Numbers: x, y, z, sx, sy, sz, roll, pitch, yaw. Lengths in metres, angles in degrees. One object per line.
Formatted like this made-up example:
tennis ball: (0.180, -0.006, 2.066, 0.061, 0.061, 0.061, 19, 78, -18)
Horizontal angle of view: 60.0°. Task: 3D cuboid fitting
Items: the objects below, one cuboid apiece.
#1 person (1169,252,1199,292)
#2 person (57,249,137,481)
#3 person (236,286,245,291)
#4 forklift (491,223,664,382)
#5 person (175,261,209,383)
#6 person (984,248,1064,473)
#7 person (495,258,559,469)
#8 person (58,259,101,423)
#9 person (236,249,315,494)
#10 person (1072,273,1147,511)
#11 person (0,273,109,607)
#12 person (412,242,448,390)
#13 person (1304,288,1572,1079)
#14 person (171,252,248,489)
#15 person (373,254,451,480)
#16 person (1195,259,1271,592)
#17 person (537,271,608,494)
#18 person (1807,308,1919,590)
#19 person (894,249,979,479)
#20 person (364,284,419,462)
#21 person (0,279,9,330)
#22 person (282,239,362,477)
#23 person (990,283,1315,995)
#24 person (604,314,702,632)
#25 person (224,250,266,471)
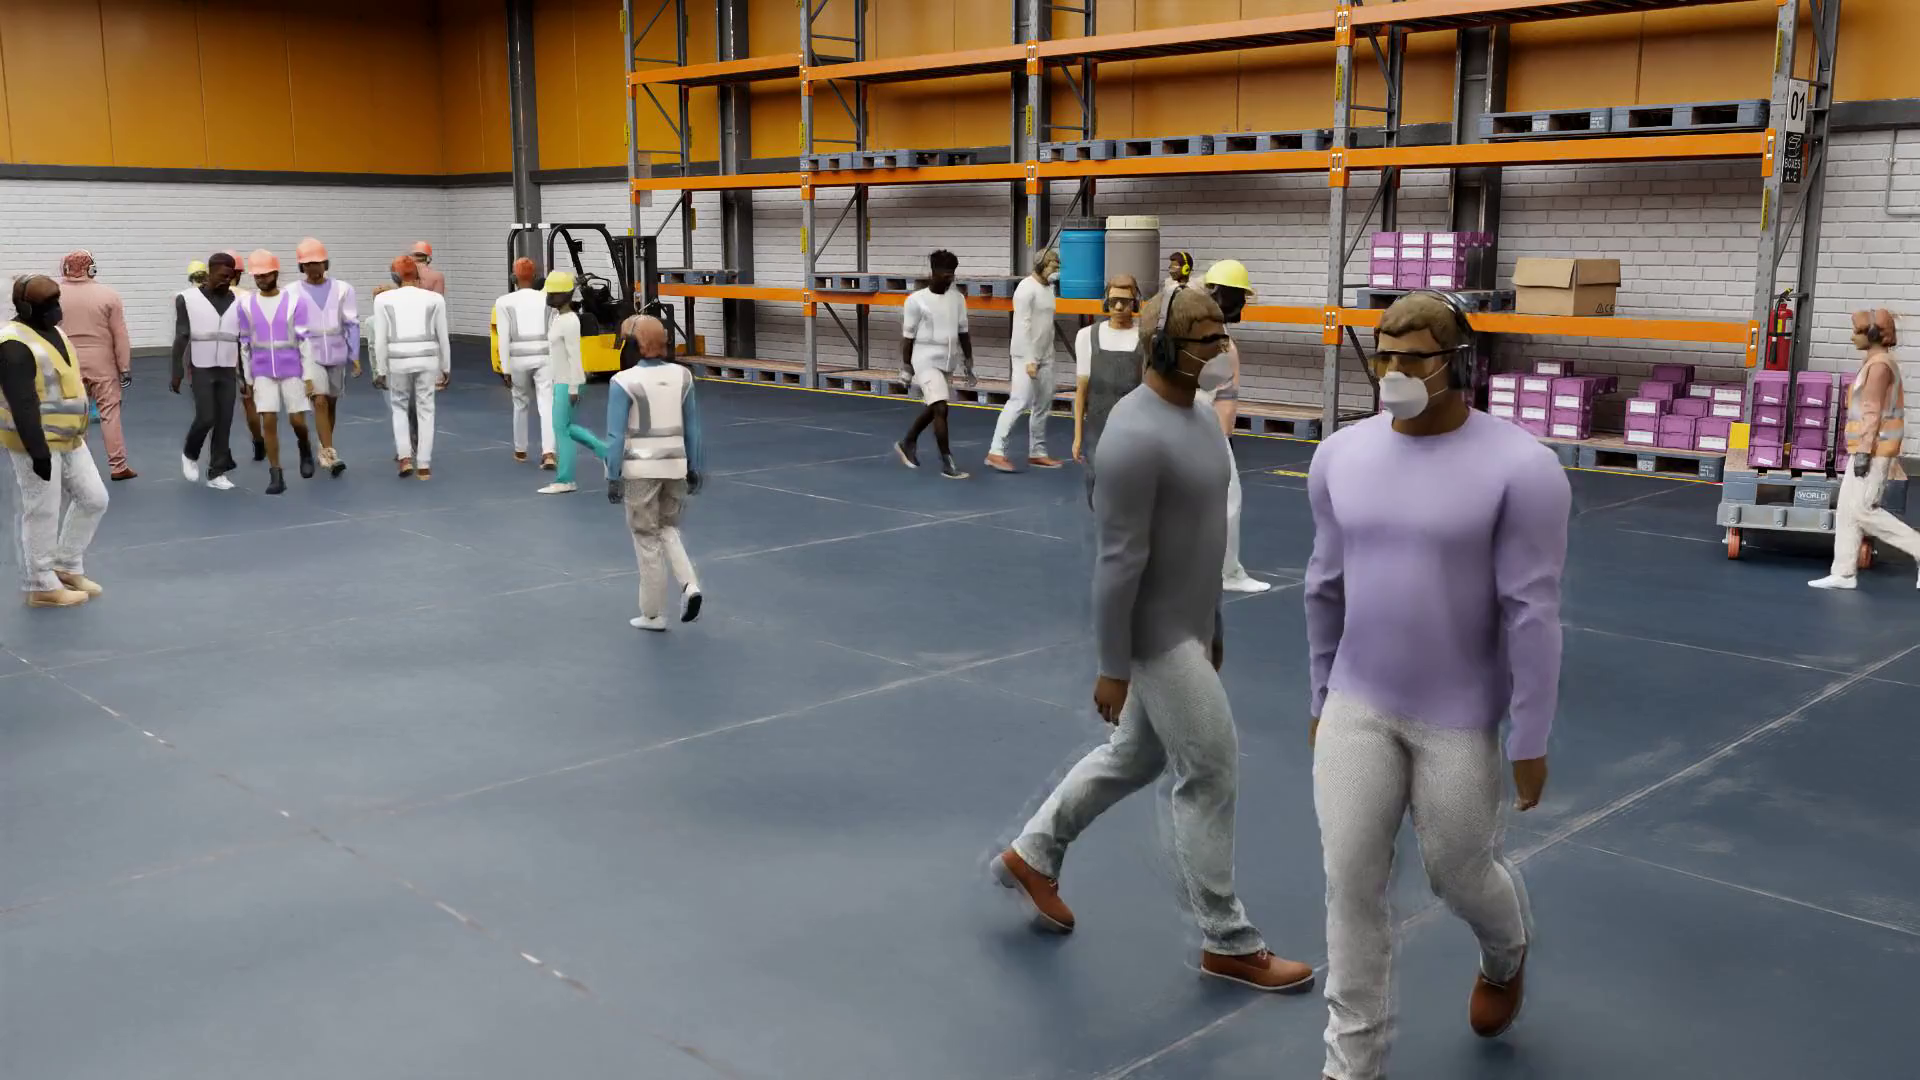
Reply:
person: (2.201, -1.900, 16.416, 0.321, 1.860, 0.512, -2, 11, -9)
person: (-7.170, -1.431, 13.712, 0.648, 1.907, 0.401, -2, 11, -10)
person: (-9.240, -2.674, 21.176, 0.874, 1.649, 0.531, 1, 10, 7)
forklift: (-5.316, -3.263, 22.920, 2.313, 2.155, 1.214, -10, 14, -44)
person: (-8.238, -2.159, 18.124, 0.532, 1.754, 0.579, -7, 12, -33)
person: (0.562, -1.536, 14.272, 0.548, 1.915, 0.810, 5, 12, 27)
person: (-3.752, -1.541, 14.549, 0.568, 1.837, 1.034, -4, 11, -22)
person: (-9.475, -2.132, 17.799, 0.685, 1.816, 0.578, 3, 11, 16)
person: (-5.395, -1.340, 13.187, 0.557, 1.917, 0.608, -2, 11, -10)
person: (0.915, -0.633, 9.604, 0.512, 1.819, 0.734, 2, 11, 13)
person: (-4.902, -0.517, 8.973, 0.477, 1.820, 0.649, -1, 10, -7)
person: (-6.947, -2.869, 21.473, 0.623, 1.945, 1.021, 0, 10, -1)
person: (1.094, 0.376, 3.859, 0.637, 1.913, 0.847, 9, 14, 40)
person: (-5.986, -1.344, 13.295, 0.502, 1.880, 0.675, 8, 13, 38)
person: (-4.543, -1.434, 13.840, 0.595, 1.862, 0.537, -4, 11, -19)
person: (1.349, -0.643, 9.457, 0.810, 1.896, 0.584, 2, 11, 8)
person: (-3.044, -1.244, 13.111, 0.606, 1.748, 0.537, -4, 11, -21)
person: (5.193, -0.488, 9.346, 0.581, 1.617, 0.524, 5, 11, 24)
person: (-0.254, -1.503, 14.103, 0.618, 1.919, 0.968, -9, 14, -41)
person: (-5.107, -1.542, 15.190, 0.556, 1.590, 0.812, -1, 10, -5)
person: (-11.027, -2.350, 18.920, 1.032, 1.843, 0.703, 1, 10, 3)
person: (-5.385, -1.538, 14.084, 0.608, 1.986, 1.046, -7, 12, -32)
person: (0.500, 0.251, 4.566, 0.959, 1.908, 0.640, 5, 11, 25)
person: (-1.555, -0.328, 8.438, 0.388, 1.623, 0.536, 9, 14, 40)
person: (-6.378, -1.583, 14.601, 0.557, 1.881, 0.996, -2, 11, -11)
